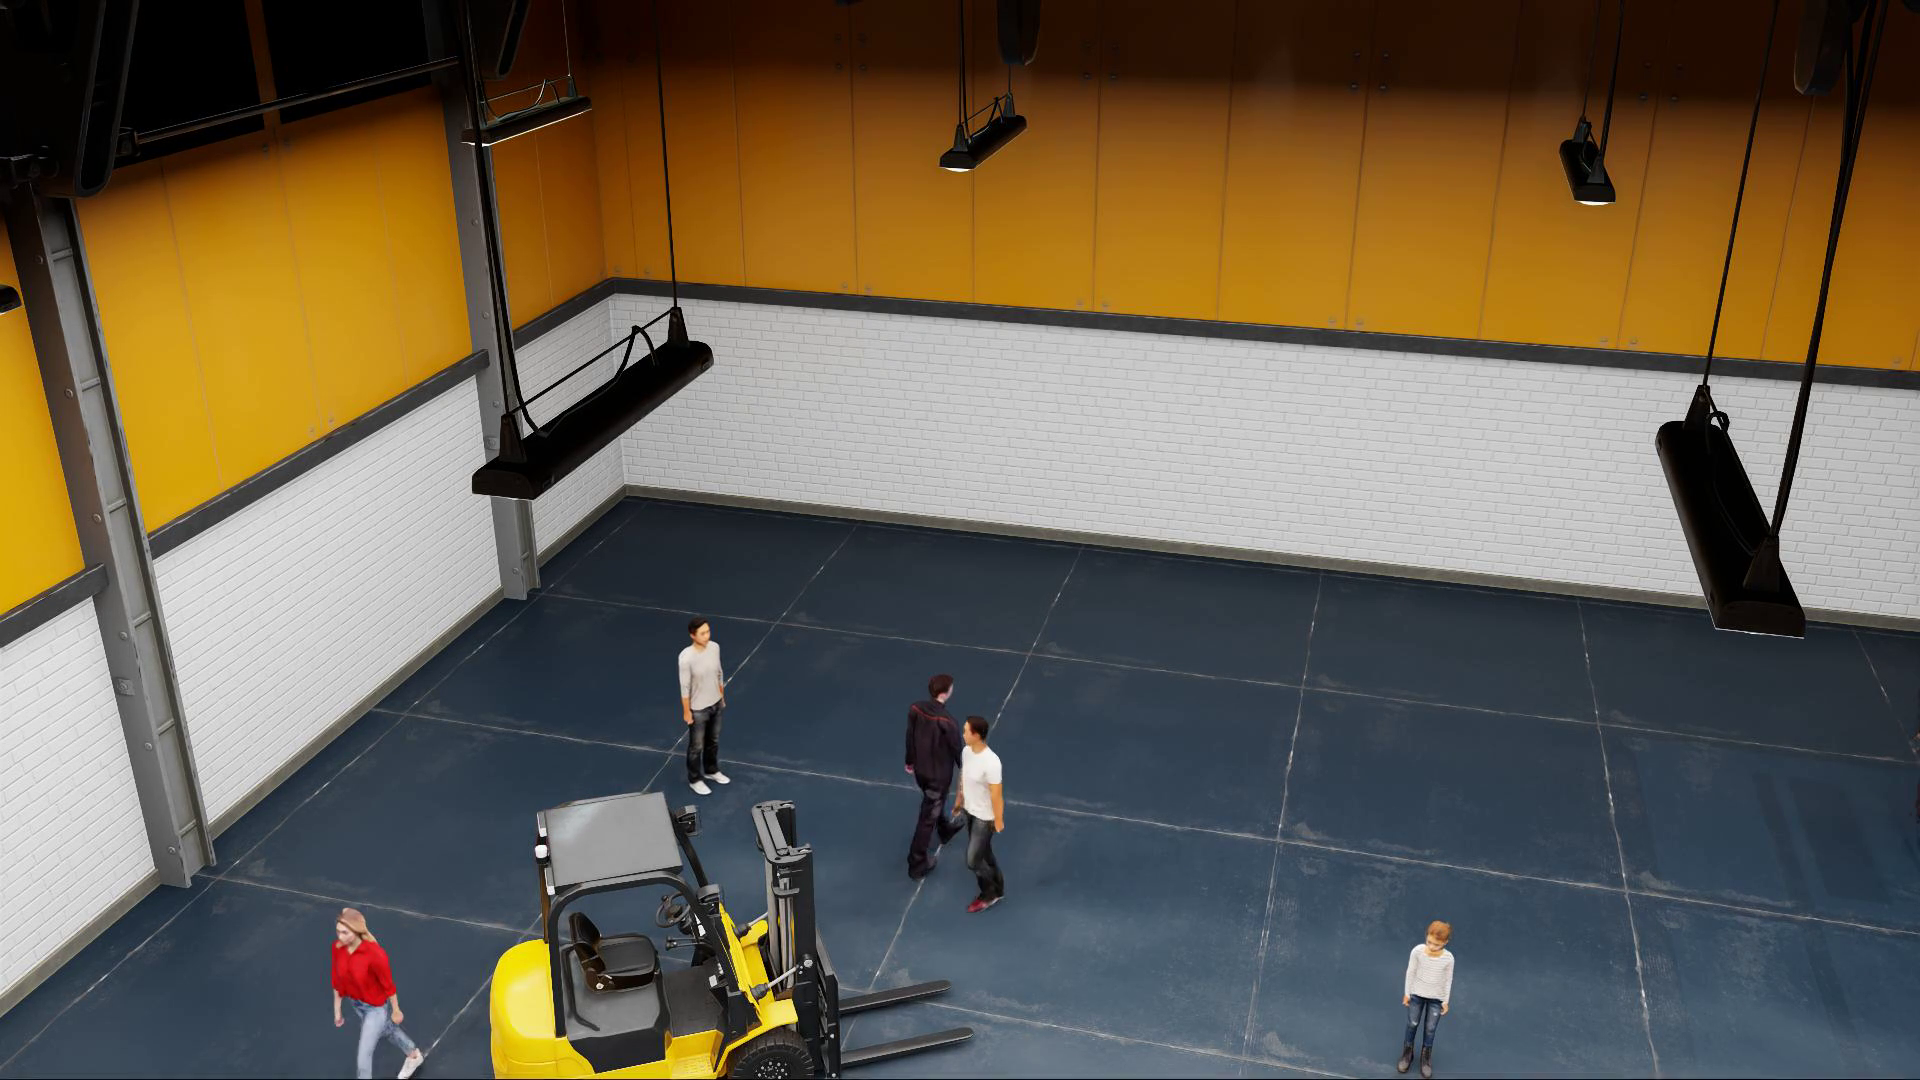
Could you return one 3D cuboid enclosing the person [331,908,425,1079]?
[{"bbox_3d":[-4.152,3.295,11.836,0.754,1.653,1.181,10,25,21],"label":"person"}]

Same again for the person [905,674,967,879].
[{"bbox_3d":[-0.288,2.070,14.379,1.022,1.860,1.214,21,31,39],"label":"person"}]

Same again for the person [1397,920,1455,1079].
[{"bbox_3d":[3.421,3.331,12.176,0.476,1.314,0.483,8,25,17],"label":"person"}]

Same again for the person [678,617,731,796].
[{"bbox_3d":[-2.431,1.535,15.669,0.772,1.807,0.627,19,30,37],"label":"person"}]

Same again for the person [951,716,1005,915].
[{"bbox_3d":[0.266,2.277,14.001,0.852,1.783,0.793,-15,28,-30],"label":"person"}]
